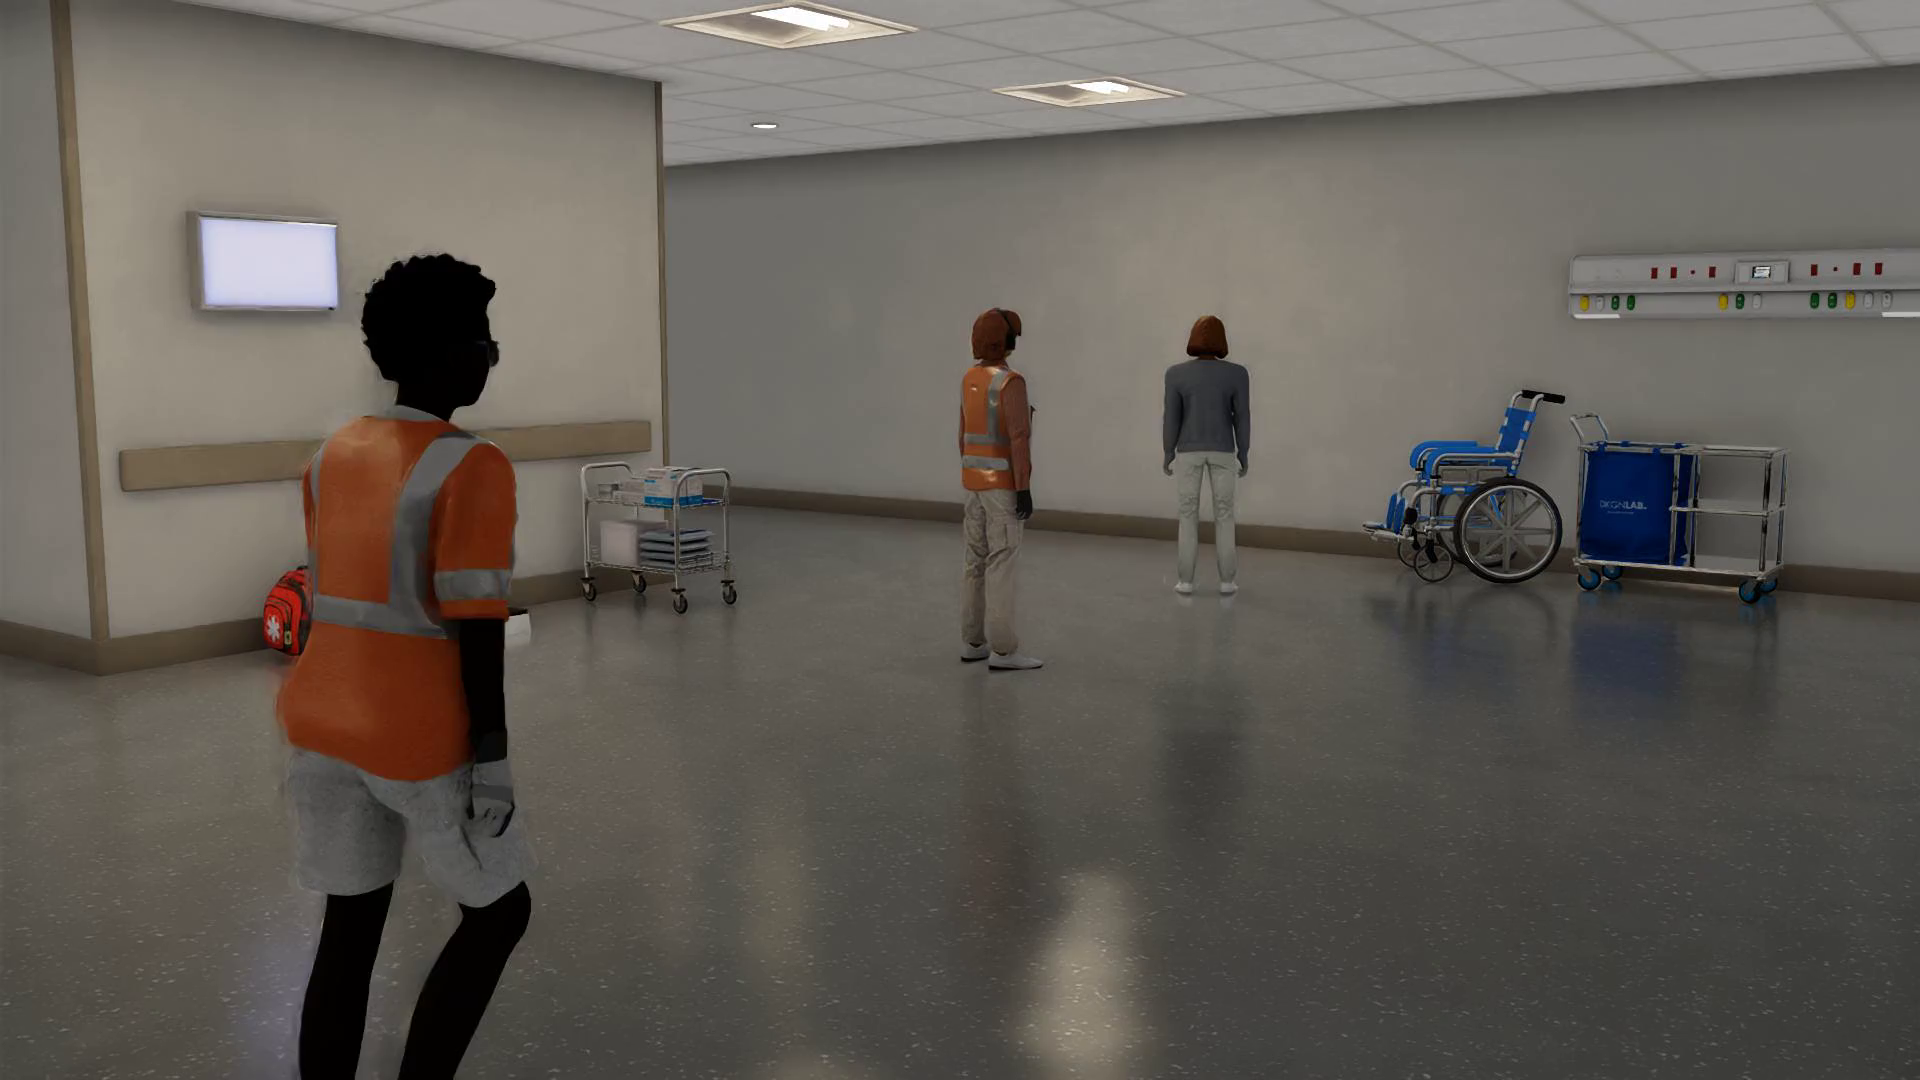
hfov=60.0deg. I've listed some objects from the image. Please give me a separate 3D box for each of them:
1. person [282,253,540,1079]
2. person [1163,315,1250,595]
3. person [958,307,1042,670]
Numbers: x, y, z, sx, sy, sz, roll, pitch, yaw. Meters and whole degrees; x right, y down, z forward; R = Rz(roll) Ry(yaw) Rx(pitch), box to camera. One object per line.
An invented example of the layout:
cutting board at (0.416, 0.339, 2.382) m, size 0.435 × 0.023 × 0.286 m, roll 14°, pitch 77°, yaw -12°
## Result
person at (-0.969, 0.343, 2.890) m, size 0.539 × 1.664 × 0.428 m, roll 5°, pitch 8°, yaw 33°
person at (1.432, -0.487, 9.691) m, size 0.507 × 1.632 × 0.265 m, roll 1°, pitch 7°, yaw 6°
person at (0.164, -0.231, 7.590) m, size 0.305 × 1.645 × 0.522 m, roll -4°, pitch 8°, yaw -29°
